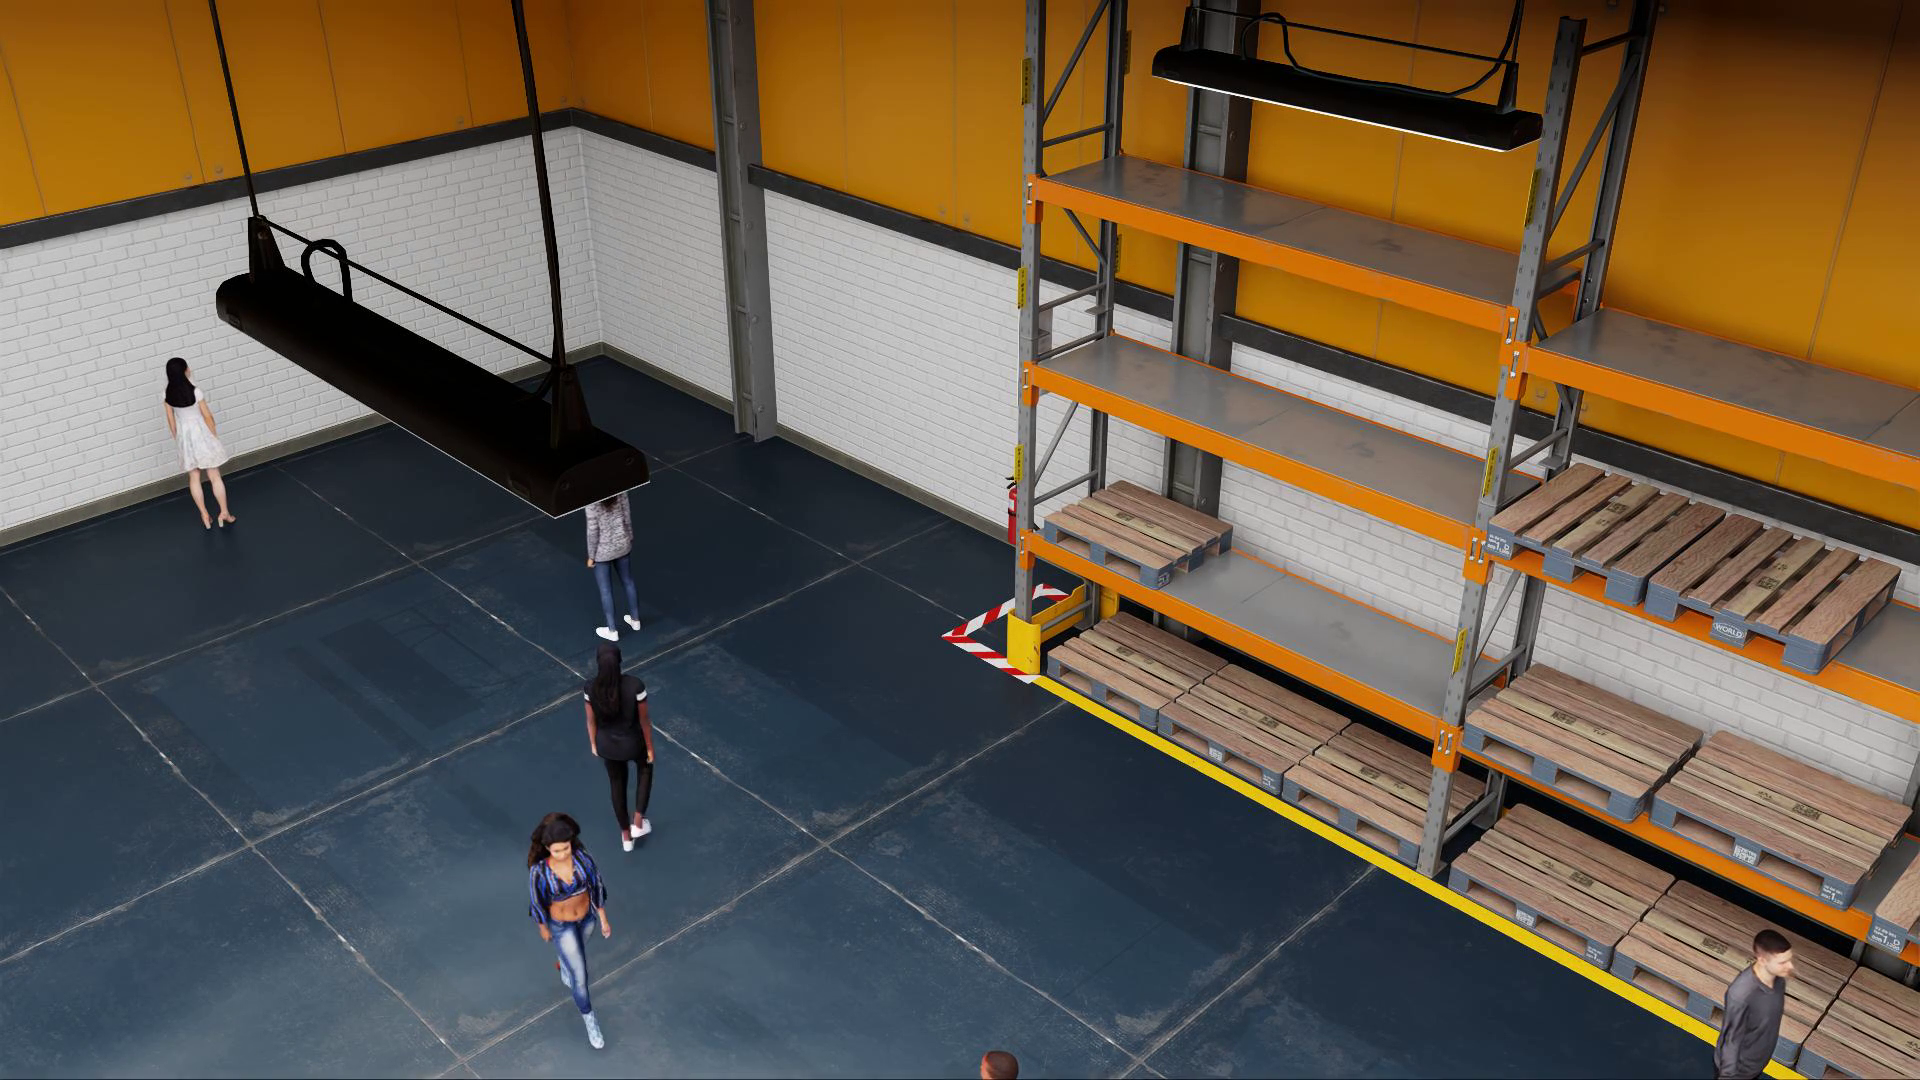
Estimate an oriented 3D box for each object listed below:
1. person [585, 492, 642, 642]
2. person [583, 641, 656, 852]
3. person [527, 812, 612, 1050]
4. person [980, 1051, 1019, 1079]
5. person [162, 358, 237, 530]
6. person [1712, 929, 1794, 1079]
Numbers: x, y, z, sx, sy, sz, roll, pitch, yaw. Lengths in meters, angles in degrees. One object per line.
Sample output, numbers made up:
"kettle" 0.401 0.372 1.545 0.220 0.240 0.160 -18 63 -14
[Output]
"person" -3.051 0.057 14.481 0.503 1.733 0.616 25 37 38
"person" -2.411 1.509 11.833 0.765 1.719 0.824 0 29 0
"person" -2.452 2.350 10.428 0.738 1.588 1.084 -17 33 -29
"person" 0.226 3.281 9.012 0.563 1.310 0.537 12 31 20
"person" -7.469 -0.943 16.273 0.777 1.773 0.832 -2 29 -3
"person" 4.345 2.883 9.271 0.608 1.761 0.527 -25 37 -38
